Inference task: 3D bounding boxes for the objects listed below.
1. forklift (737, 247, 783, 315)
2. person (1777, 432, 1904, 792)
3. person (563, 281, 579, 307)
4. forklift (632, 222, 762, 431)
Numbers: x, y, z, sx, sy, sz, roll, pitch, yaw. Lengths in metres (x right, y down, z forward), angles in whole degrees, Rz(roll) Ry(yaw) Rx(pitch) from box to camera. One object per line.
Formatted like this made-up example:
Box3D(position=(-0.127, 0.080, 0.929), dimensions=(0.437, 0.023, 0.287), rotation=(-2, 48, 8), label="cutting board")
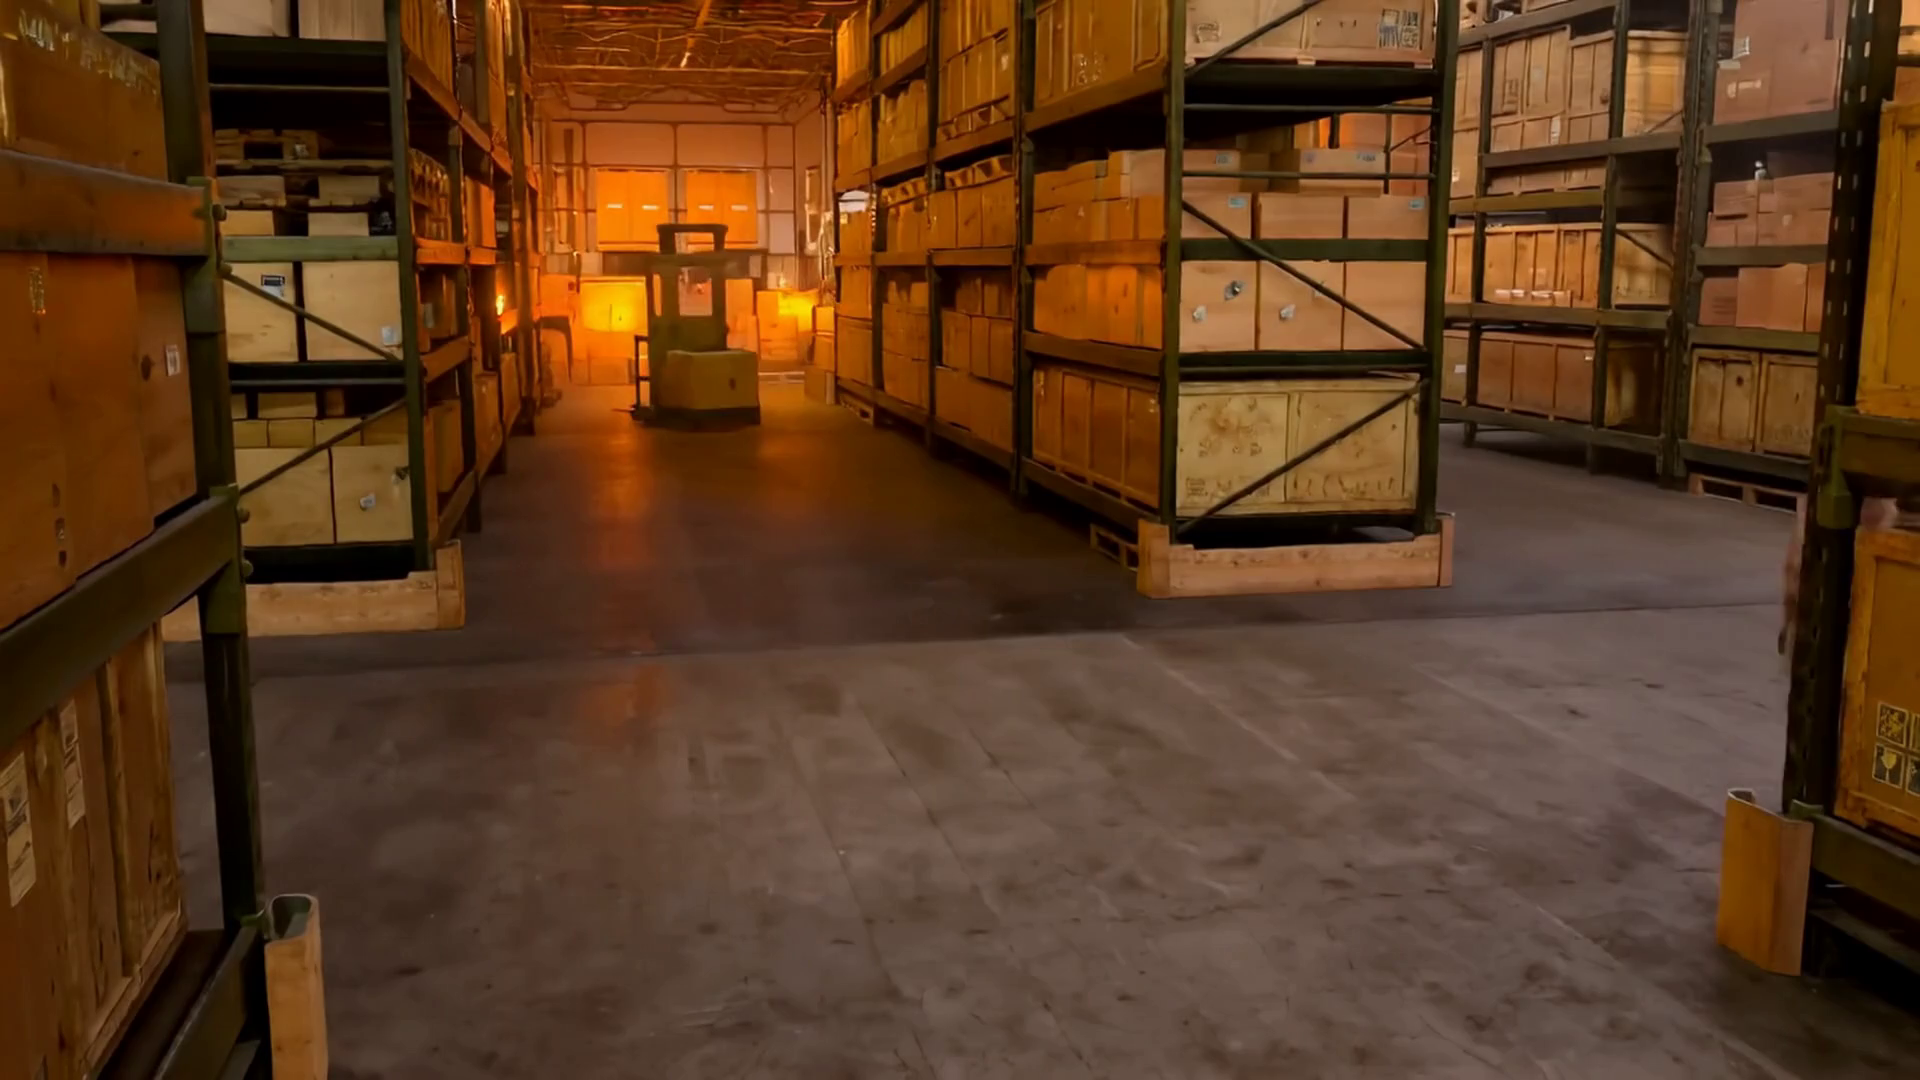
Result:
Box3D(position=(-6.372, -7.628, 51.320), dimensions=(1.129, 2.768, 1.873), rotation=(-7, 12, -38), label="forklift")
Box3D(position=(3.355, 0.346, 6.261), dimensions=(0.647, 1.722, 0.489), rotation=(-2, 10, -12), label="person")
Box3D(position=(-9.863, -5.549, 41.737), dimensions=(0.971, 1.881, 0.666), rotation=(-1, 9, -3), label="person")
Box3D(position=(-3.648, -2.977, 22.968), dimensions=(1.129, 2.768, 1.873), rotation=(-7, 12, -36), label="forklift")
